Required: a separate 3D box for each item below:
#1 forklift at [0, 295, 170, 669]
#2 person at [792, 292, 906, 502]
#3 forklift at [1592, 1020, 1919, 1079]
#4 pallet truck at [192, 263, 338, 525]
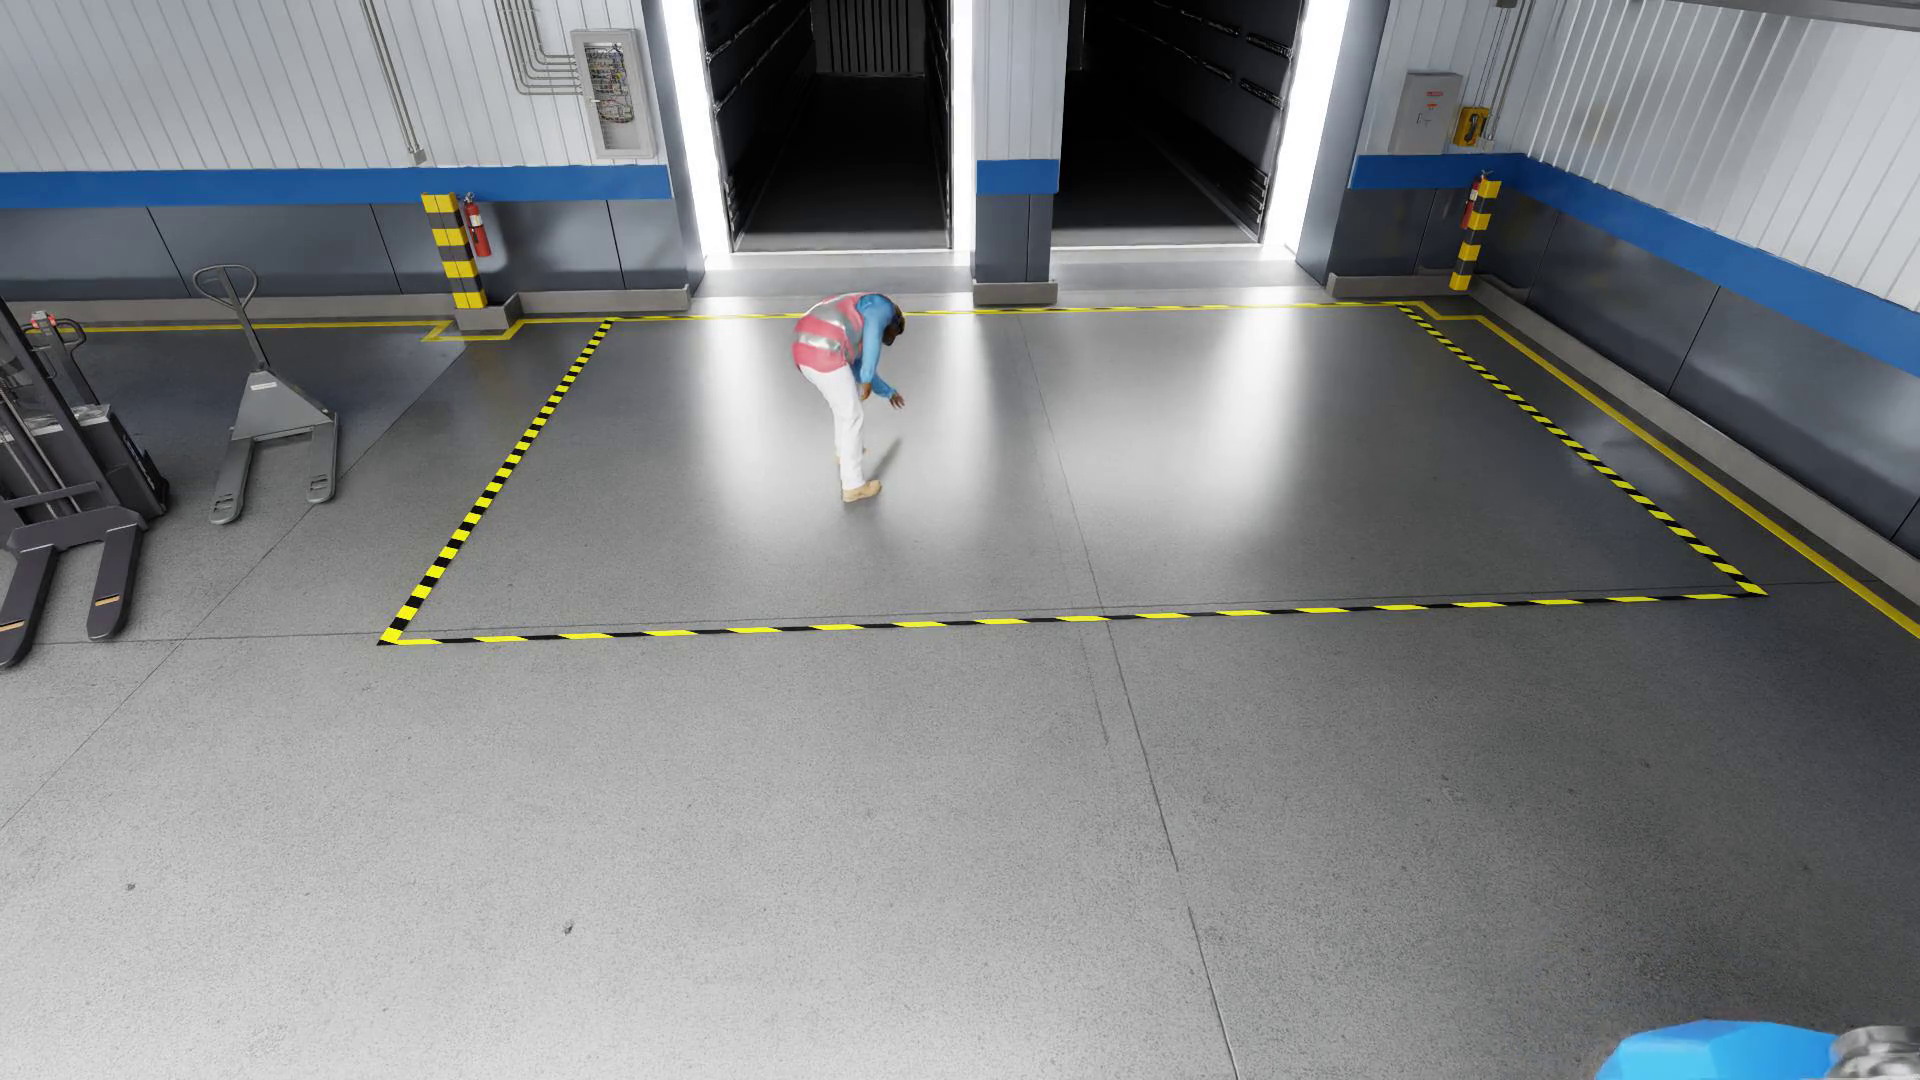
[{"bbox_3d":[-5.212,-0.618,4.878,0.823,1.965,1.885,-20,39,-26],"label":"forklift"},{"bbox_3d":[-0.667,-1.035,6.172,0.869,1.250,0.959,-12,37,-16],"label":"person"},{"bbox_3d":[2.777,1.524,1.489,2.680,2.036,1.157,11,36,16],"label":"forklift"},{"bbox_3d":[-4.778,-1.027,6.128,0.680,1.201,1.601,-17,38,-23],"label":"pallet truck"}]
